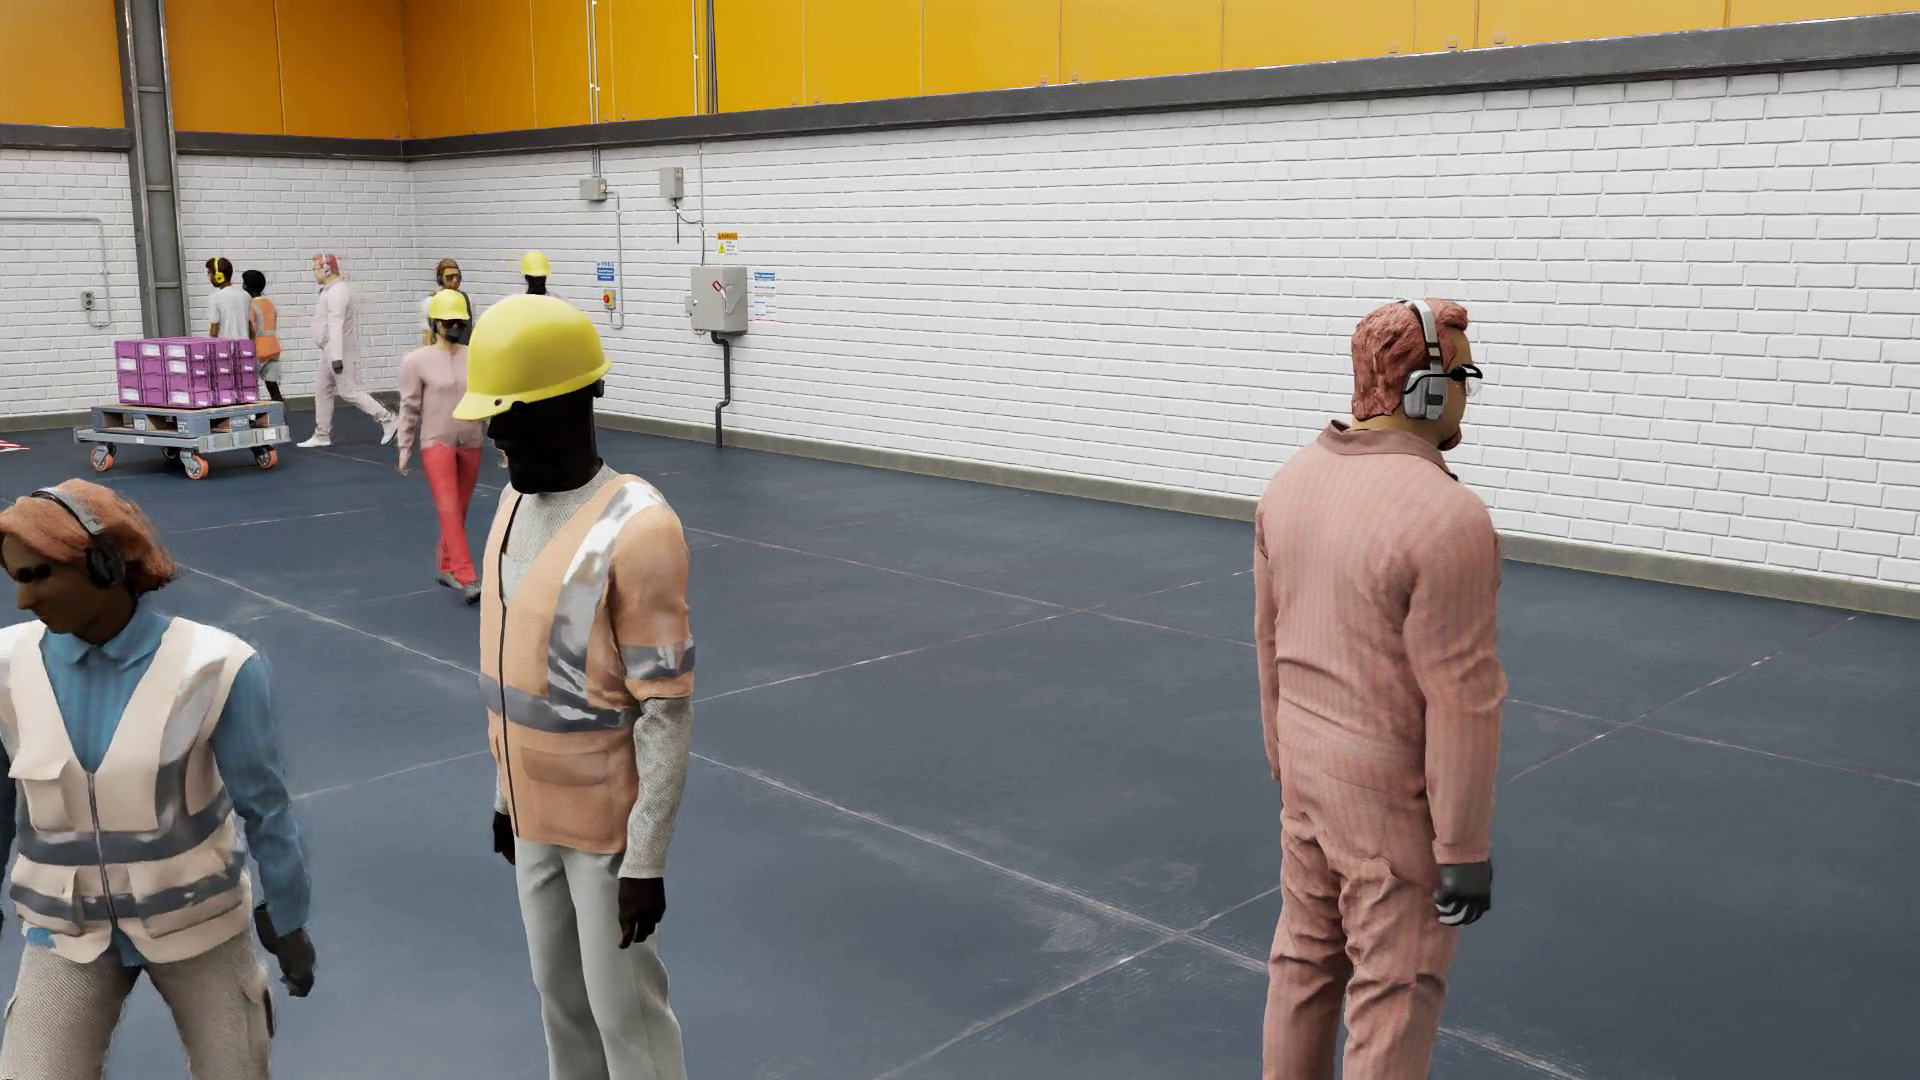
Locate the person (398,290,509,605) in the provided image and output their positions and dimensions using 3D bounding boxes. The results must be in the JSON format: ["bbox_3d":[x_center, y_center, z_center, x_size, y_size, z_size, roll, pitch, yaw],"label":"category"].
[{"bbox_3d":[-2.784,-0.515,9.222,0.565,1.718,0.904,-9,14,-42],"label":"person"}]

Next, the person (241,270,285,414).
[{"bbox_3d":[-7.066,-1.838,16.557,0.631,1.677,0.561,2,11,9],"label":"person"}]

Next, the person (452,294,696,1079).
[{"bbox_3d":[-0.730,0.503,3.139,0.379,1.918,0.585,-9,14,-42],"label":"person"}]

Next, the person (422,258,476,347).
[{"bbox_3d":[-4.438,-1.536,14.502,0.537,1.826,0.527,8,13,39],"label":"person"}]

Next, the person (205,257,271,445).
[{"bbox_3d":[-6.804,-1.739,15.637,0.900,1.829,0.516,5,11,24],"label":"person"}]

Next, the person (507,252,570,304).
[{"bbox_3d":[-3.338,-1.355,13.359,0.611,1.875,0.972,-7,13,-35],"label":"person"}]

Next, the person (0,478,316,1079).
[{"bbox_3d":[-1.433,0.692,2.893,0.607,1.620,0.388,-1,10,-7],"label":"person"}]

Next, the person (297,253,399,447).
[{"bbox_3d":[-5.877,-1.805,15.899,0.904,1.866,0.649,-4,11,-22],"label":"person"}]

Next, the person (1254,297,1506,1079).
[{"bbox_3d":[0.835,0.488,3.250,0.400,1.907,0.645,-4,11,-21],"label":"person"}]
